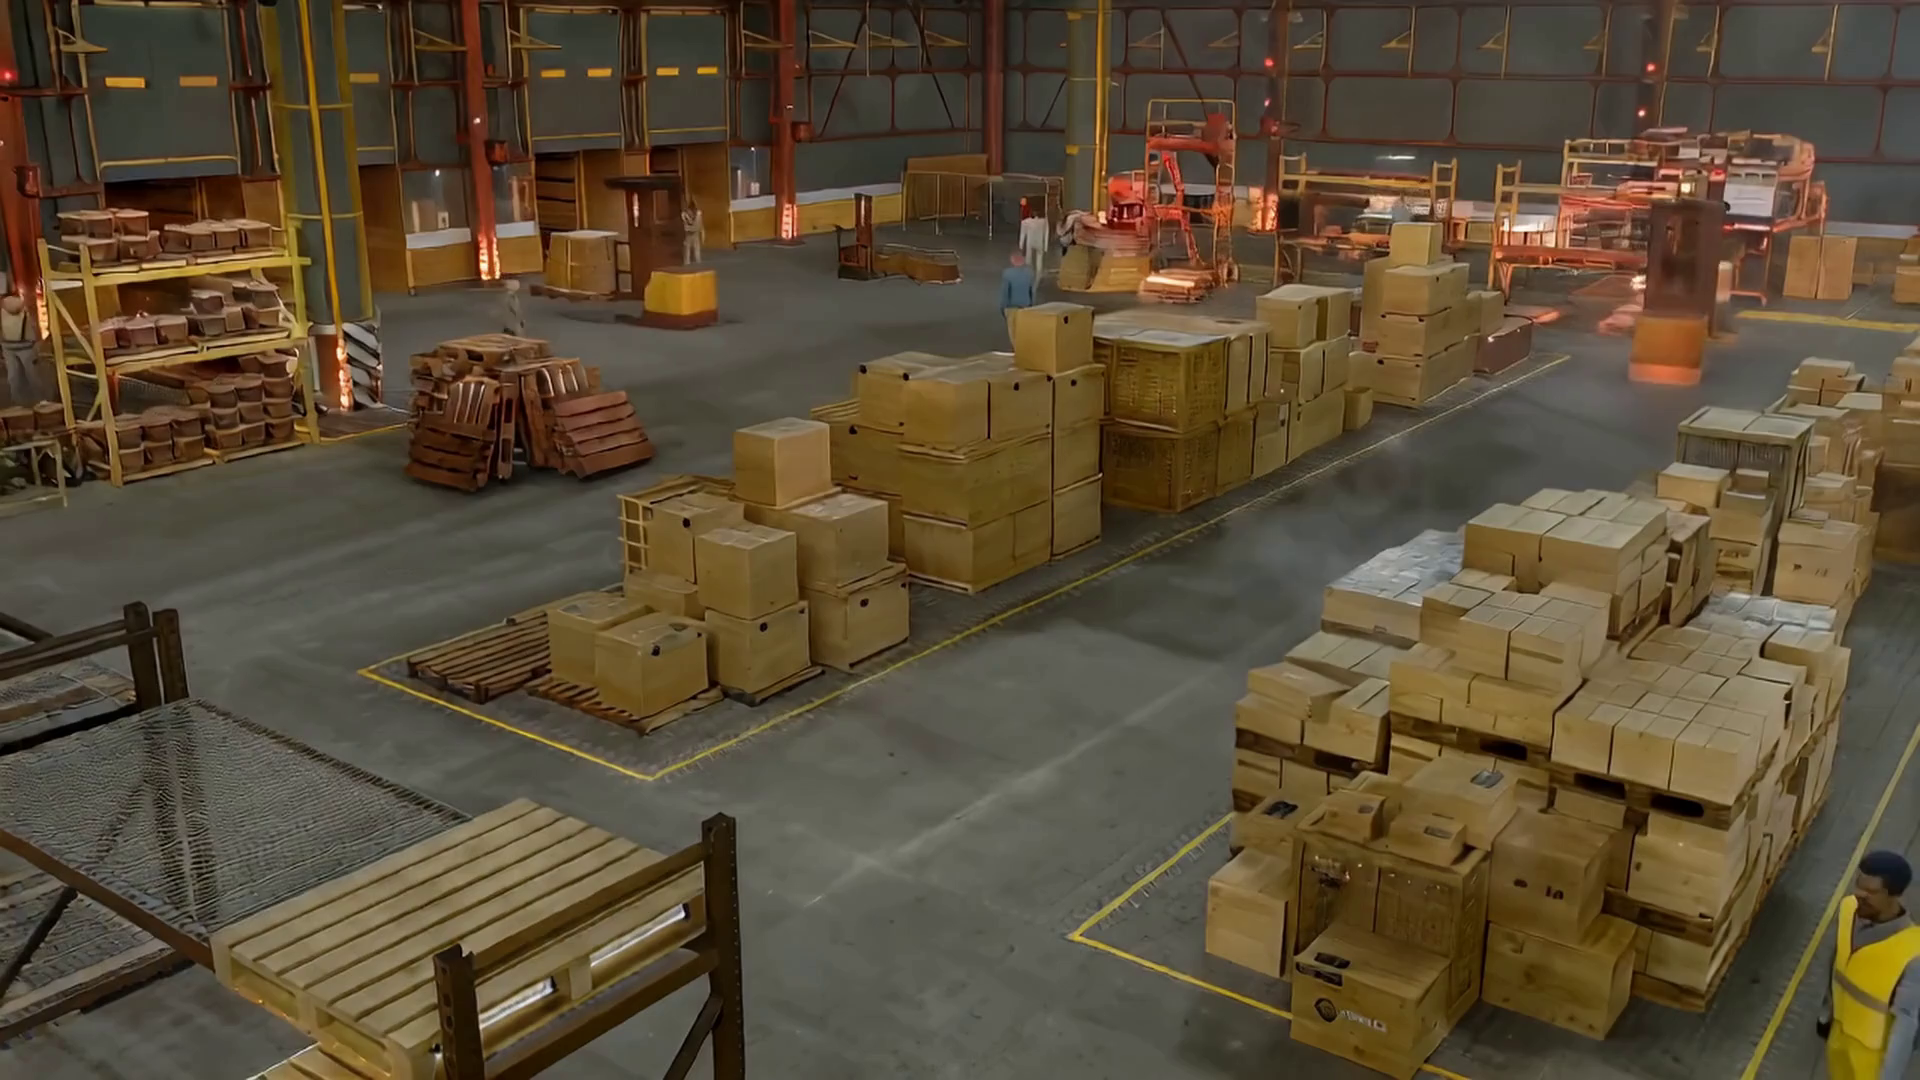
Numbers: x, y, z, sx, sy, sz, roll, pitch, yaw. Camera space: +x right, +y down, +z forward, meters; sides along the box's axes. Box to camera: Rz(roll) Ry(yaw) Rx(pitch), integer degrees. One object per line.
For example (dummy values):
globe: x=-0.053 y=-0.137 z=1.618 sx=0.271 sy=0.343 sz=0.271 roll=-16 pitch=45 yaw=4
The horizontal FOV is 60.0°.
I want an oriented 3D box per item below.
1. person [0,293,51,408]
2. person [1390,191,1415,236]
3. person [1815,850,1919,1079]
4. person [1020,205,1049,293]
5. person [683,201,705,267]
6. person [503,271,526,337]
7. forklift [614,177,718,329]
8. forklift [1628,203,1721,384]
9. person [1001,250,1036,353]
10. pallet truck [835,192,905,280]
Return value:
person: x=-13.924 y=-2.762 z=24.710 sx=0.584 sy=1.842 sz=0.991 roll=-1 pitch=17 yaw=-3
person: x=10.665 y=-7.448 z=40.071 sx=0.559 sy=1.922 sz=0.694 roll=10 pitch=19 yaw=29
person: x=4.245 y=2.317 z=7.769 sx=0.392 sy=1.908 sz=0.588 roll=-1 pitch=17 yaw=-3
person: x=1.654 y=-6.466 z=36.835 sx=0.637 sy=1.920 sz=0.828 roll=3 pitch=17 yaw=9
person: x=-6.570 y=-7.546 z=40.915 sx=0.546 sy=1.616 sz=0.596 roll=-6 pitch=18 yaw=-20
person: x=-7.409 y=-3.600 z=27.662 sx=0.418 sy=1.730 sz=0.501 roll=0 pitch=17 yaw=-1
forklift: x=-5.767 y=-5.625 z=32.400 sx=1.873 sy=2.768 sz=1.129 roll=12 pitch=21 yaw=35
forklift: x=11.831 y=-4.110 z=27.384 sx=1.129 sy=2.768 sz=1.873 roll=9 pitch=19 yaw=27
person: x=0.996 y=-4.045 z=28.771 sx=0.635 sy=1.938 sz=0.361 roll=-7 pitch=18 yaw=-22
pallet truck: x=-1.936 y=-7.159 z=38.982 sx=1.885 sy=1.965 sz=0.823 roll=-12 pitch=21 yaw=-34
